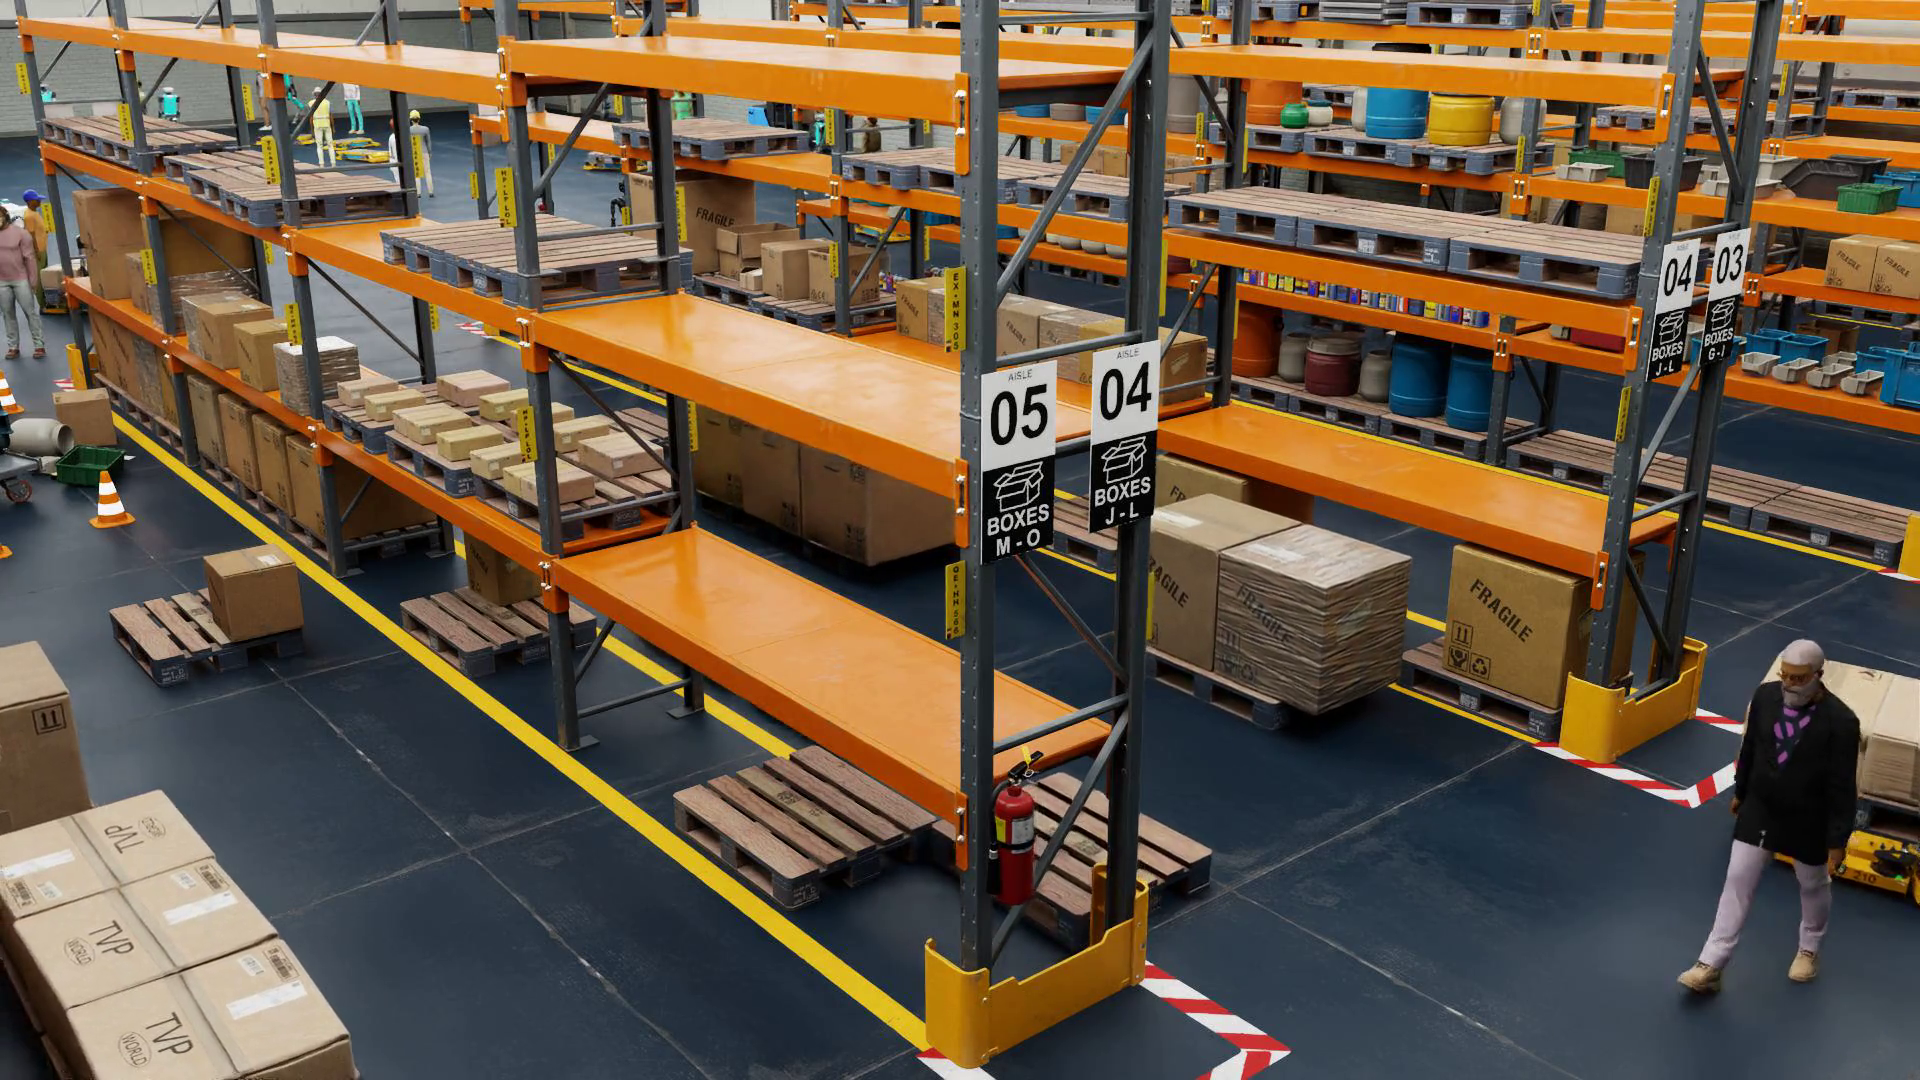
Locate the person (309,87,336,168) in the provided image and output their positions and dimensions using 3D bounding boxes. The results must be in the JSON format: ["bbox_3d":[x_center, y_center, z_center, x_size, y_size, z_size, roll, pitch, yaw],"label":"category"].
[{"bbox_3d":[-14.841,-9.568,38.722,0.547,1.891,0.387,-8,21,-22],"label":"person"}]

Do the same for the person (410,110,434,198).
[{"bbox_3d":[-11.174,-7.968,34.355,0.521,1.768,0.310,-11,22,-27],"label":"person"}]

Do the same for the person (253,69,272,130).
[{"bbox_3d":[-20.010,-12.718,47.730,0.428,1.870,0.529,-3,20,-8],"label":"person"}]

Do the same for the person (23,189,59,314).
[{"bbox_3d":[-12.808,-4.017,23.182,0.365,1.718,0.454,-5,20,-15],"label":"person"}]

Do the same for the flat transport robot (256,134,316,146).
[{"bbox_3d":[-17.872,-10.628,44.183,1.431,0.231,0.659,-2,19,-6],"label":"flat transport robot"}]

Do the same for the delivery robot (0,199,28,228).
[{"bbox_3d":[-17.337,-5.907,30.306,0.790,0.589,0.499,-4,20,-12],"label":"delivery robot"}]

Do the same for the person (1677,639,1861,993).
[{"bbox_3d":[3.883,1.323,7.857,0.976,1.800,0.612,-14,24,-35],"label":"person"}]

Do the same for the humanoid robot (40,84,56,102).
[{"bbox_3d":[-22.654,-10.444,41.467,0.543,1.746,1.020,-18,26,-42],"label":"humanoid robot"}]

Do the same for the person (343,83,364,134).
[{"bbox_3d":[-17.060,-12.384,46.722,0.480,1.909,0.366,4,20,12],"label":"person"}]

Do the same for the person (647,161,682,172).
[{"bbox_3d":[-4.982,-5.889,28.200,0.650,1.924,0.703,-12,23,-31],"label":"person"}]

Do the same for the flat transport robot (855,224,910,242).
[{"bbox_3d":[-1.296,-5.495,29.576,0.659,0.231,1.431,-10,22,-26],"label":"flat transport robot"}]

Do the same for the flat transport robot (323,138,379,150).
[{"bbox_3d":[-15.839,-10.259,43.134,0.659,0.231,1.431,9,21,24],"label":"flat transport robot"}]

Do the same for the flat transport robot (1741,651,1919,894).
[{"bbox_3d":[5.154,1.554,9.514,0.659,0.231,1.431,13,23,33],"label":"flat transport robot"}]

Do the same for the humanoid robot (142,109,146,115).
[{"bbox_3d":[-19.490,-9.677,39.366,0.583,1.635,0.599,2,19,6],"label":"humanoid robot"}]

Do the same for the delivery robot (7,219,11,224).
[{"bbox_3d":[-17.566,-5.930,30.370,0.499,0.587,0.788,-8,21,-21],"label":"delivery robot"}]

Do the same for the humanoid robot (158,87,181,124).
[{"bbox_3d":[-19.505,-10.191,40.819,0.942,1.814,0.561,15,24,36],"label":"humanoid robot"}]

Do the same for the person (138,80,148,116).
[{"bbox_3d":[-21.827,-11.329,44.087,0.608,1.661,0.351,-4,20,-11],"label":"person"}]

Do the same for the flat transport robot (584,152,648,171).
[{"bbox_3d":[-8.015,-8.782,38.930,1.431,0.231,0.659,4,20,12],"label":"flat transport robot"}]

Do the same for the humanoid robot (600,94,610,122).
[{"bbox_3d":[-9.592,-11.619,44.883,0.353,1.651,0.608,-6,20,-15],"label":"humanoid robot"}]

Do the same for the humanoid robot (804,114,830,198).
[{"bbox_3d":[-3.034,-7.816,34.010,1.043,1.739,0.550,-1,19,-2],"label":"humanoid robot"}]

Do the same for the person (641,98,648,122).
[{"bbox_3d":[-8.510,-12.093,45.905,0.584,1.892,0.377,-4,20,-12],"label":"person"}]

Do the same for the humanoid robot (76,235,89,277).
[{"bbox_3d":[-10.263,-3.036,20.168,0.533,1.672,0.735,-15,24,-37],"label":"humanoid robot"}]

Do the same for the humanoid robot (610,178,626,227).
[{"bbox_3d":[-4.919,-4.523,24.664,0.599,1.657,0.315,-15,24,-37],"label":"humanoid robot"}]

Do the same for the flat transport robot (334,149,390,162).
[{"bbox_3d":[-14.583,-9.401,40.691,1.431,0.231,0.659,11,22,28],"label":"flat transport robot"}]

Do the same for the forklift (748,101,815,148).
[{"bbox_3d":[-4.526,-11.368,42.374,1.129,2.768,1.873,-15,24,-37],"label":"forklift"}]

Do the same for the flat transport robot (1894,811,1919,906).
[{"bbox_3d":[5.521,1.656,9.223,0.659,0.231,1.431,5,20,15],"label":"flat transport robot"}]

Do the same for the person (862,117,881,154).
[{"bbox_3d":[-1.905,-8.201,35.063,0.711,1.742,0.553,17,26,40],"label":"person"}]

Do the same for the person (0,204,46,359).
[{"bbox_3d":[-11.694,-3.191,20.526,0.623,1.931,0.375,-2,19,-6],"label":"person"}]

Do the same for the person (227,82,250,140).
[{"bbox_3d":[-18.123,-10.654,41.874,0.397,1.848,0.779,-3,20,-7],"label":"person"}]

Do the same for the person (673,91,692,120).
[{"bbox_3d":[-6.732,-10.211,40.485,0.502,1.939,0.952,-9,21,-24],"label":"person"}]

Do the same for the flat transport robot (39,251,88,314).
[{"bbox_3d":[-12.077,-3.355,23.486,1.431,0.231,0.659,-1,19,-3],"label":"flat transport robot"}]

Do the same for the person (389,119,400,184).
[{"bbox_3d":[-10.574,-6.993,31.403,0.337,1.882,0.583,-6,20,-17],"label":"person"}]

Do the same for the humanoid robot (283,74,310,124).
[{"bbox_3d":[-19.680,-13.233,49.497,0.549,1.853,0.854,17,25,40],"label":"humanoid robot"}]
